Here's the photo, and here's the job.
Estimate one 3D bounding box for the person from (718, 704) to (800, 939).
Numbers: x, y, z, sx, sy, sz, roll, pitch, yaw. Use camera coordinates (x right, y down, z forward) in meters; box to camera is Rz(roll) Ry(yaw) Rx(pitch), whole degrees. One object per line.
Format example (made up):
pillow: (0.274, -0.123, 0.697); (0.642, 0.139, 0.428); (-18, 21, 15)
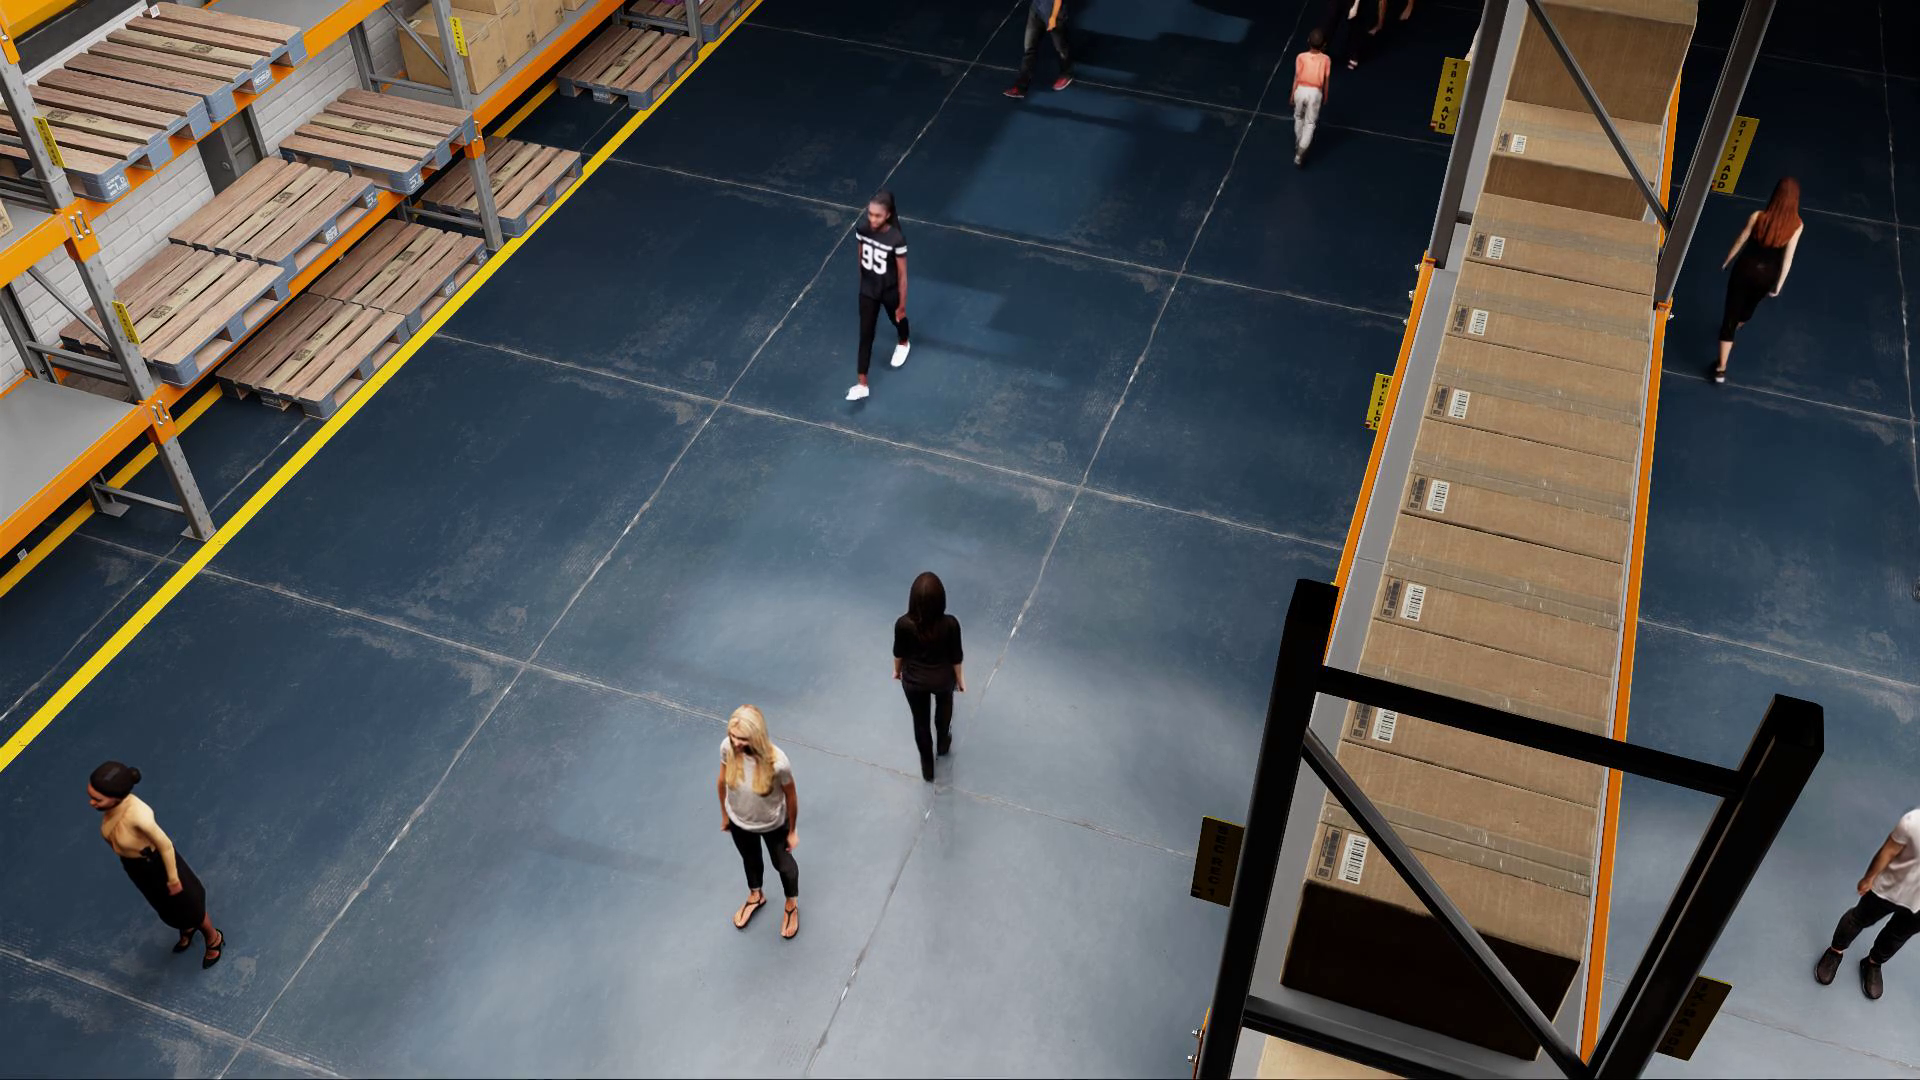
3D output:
person: (-1.102, 1.539, 9.211); (0.614, 1.827, 0.538); (11, 45, 11)

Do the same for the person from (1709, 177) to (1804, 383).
person: (6.205, -2.005, 13.031); (0.610, 1.689, 1.094); (12, 45, 12)

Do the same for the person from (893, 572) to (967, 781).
person: (-0.184, 0.888, 10.034); (0.707, 1.634, 0.748); (-1, 44, -1)

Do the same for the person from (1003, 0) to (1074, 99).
person: (0.937, -5.218, 16.345); (0.965, 1.770, 1.229); (32, 52, 29)

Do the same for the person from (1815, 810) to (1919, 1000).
person: (5.126, 1.864, 8.947); (0.630, 1.721, 0.527); (16, 46, 16)

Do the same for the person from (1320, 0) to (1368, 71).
person: (3.907, -5.383, 16.638); (0.930, 1.604, 1.210); (32, 52, 29)

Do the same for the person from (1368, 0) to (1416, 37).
person: (4.694, -6.180, 17.393); (0.820, 1.717, 1.034); (31, 52, 28)

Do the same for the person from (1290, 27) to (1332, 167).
person: (3.258, -4.146, 15.564); (0.506, 1.295, 0.878); (12, 45, 13)

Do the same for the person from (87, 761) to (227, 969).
person: (-4.398, 1.783, 9.081); (0.612, 1.653, 0.581); (22, 48, 21)

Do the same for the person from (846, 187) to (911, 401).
person: (-0.556, -1.974, 13.005); (0.713, 1.681, 1.188); (18, 47, 18)
